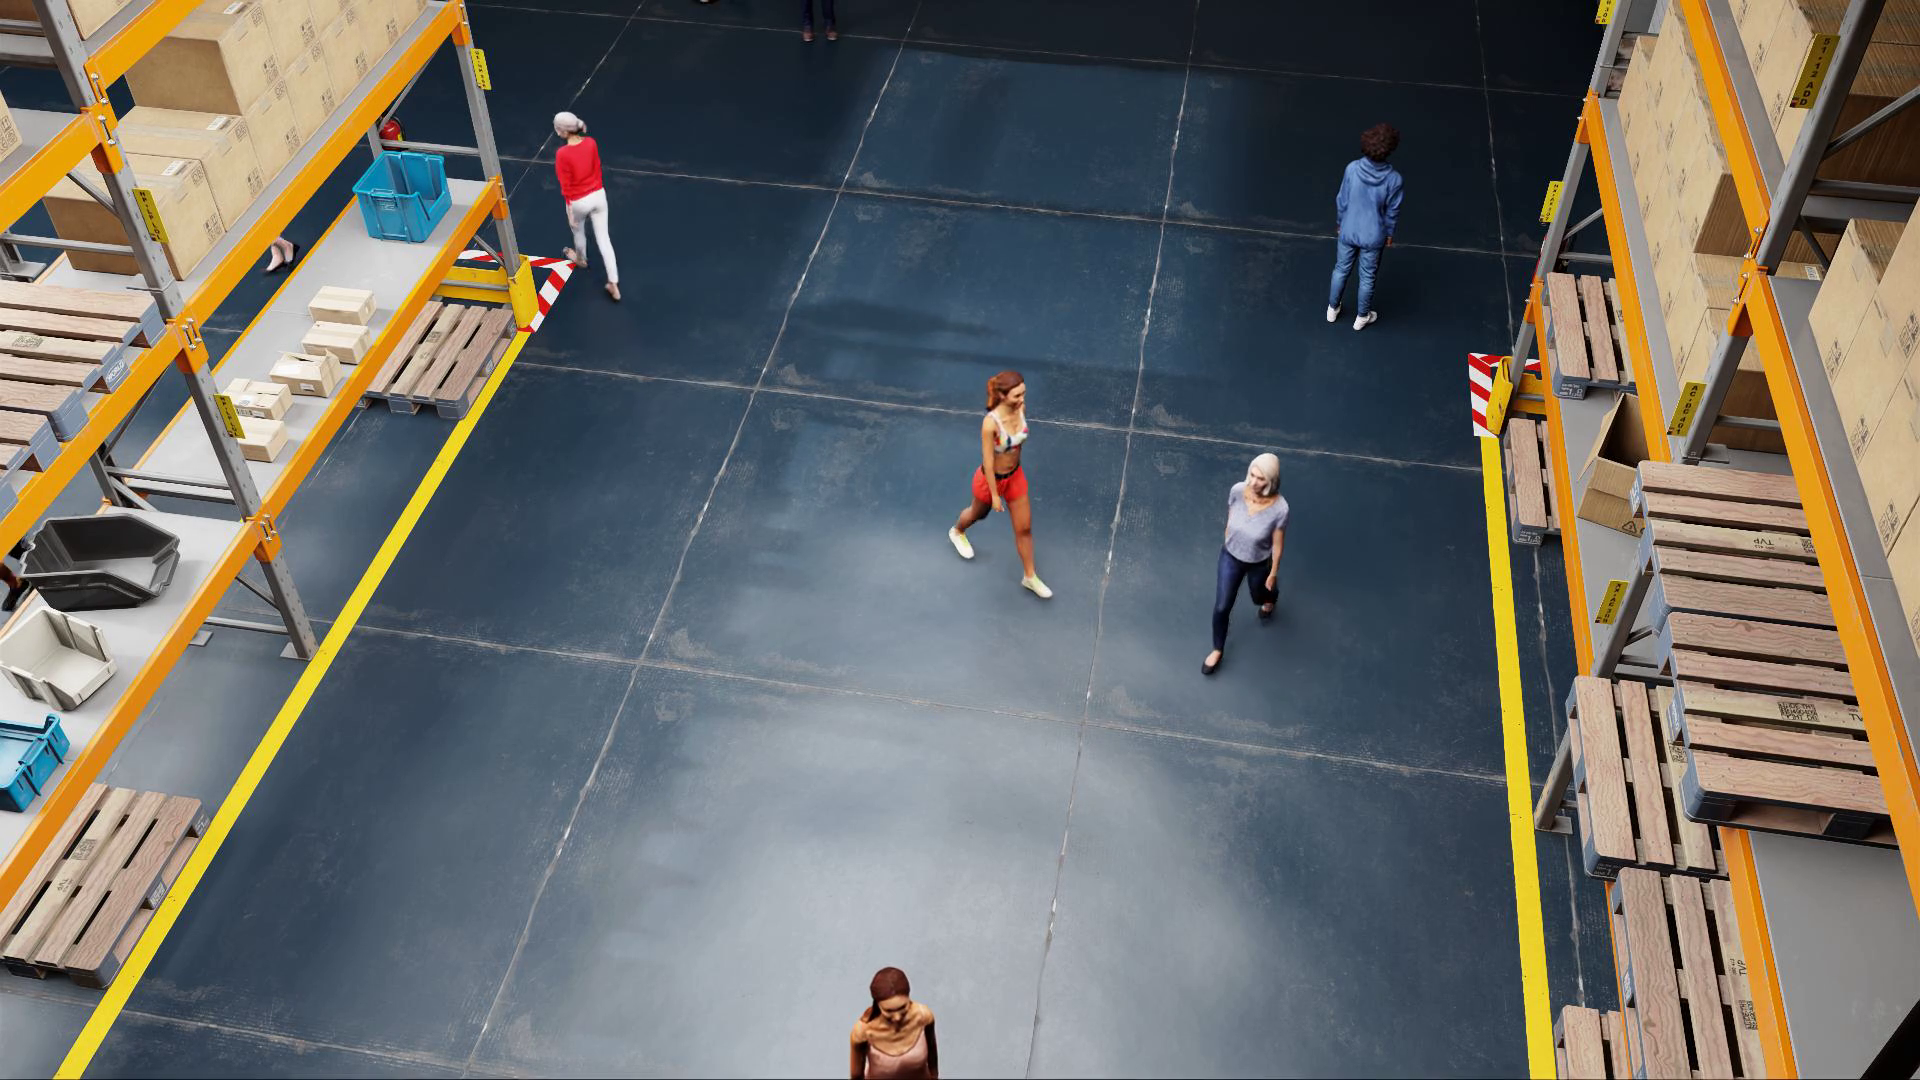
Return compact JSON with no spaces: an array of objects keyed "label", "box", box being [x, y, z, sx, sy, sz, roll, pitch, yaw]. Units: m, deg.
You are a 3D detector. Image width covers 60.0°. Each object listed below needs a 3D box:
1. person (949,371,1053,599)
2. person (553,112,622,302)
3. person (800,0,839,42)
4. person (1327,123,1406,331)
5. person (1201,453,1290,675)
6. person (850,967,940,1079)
[{"label":"person","box":[0.194,-0.432,11.215,1.135,1.747,1.109,-32,52,-29]},{"label":"person","box":[-3.020,-2.709,13.673,1.067,1.653,1.068,-30,51,-28]},{"label":"person","box":[-1.512,-6.022,17.014,0.842,1.842,0.814,-8,44,-8]},{"label":"person","box":[3.248,-2.510,13.349,0.747,1.811,0.708,22,48,22]},{"label":"person","box":[1.906,0.079,10.714,0.880,1.698,1.127,26,49,25]},{"label":"person","box":[-0.311,2.603,7.968,0.663,1.831,0.669,-14,45,-14]}]
